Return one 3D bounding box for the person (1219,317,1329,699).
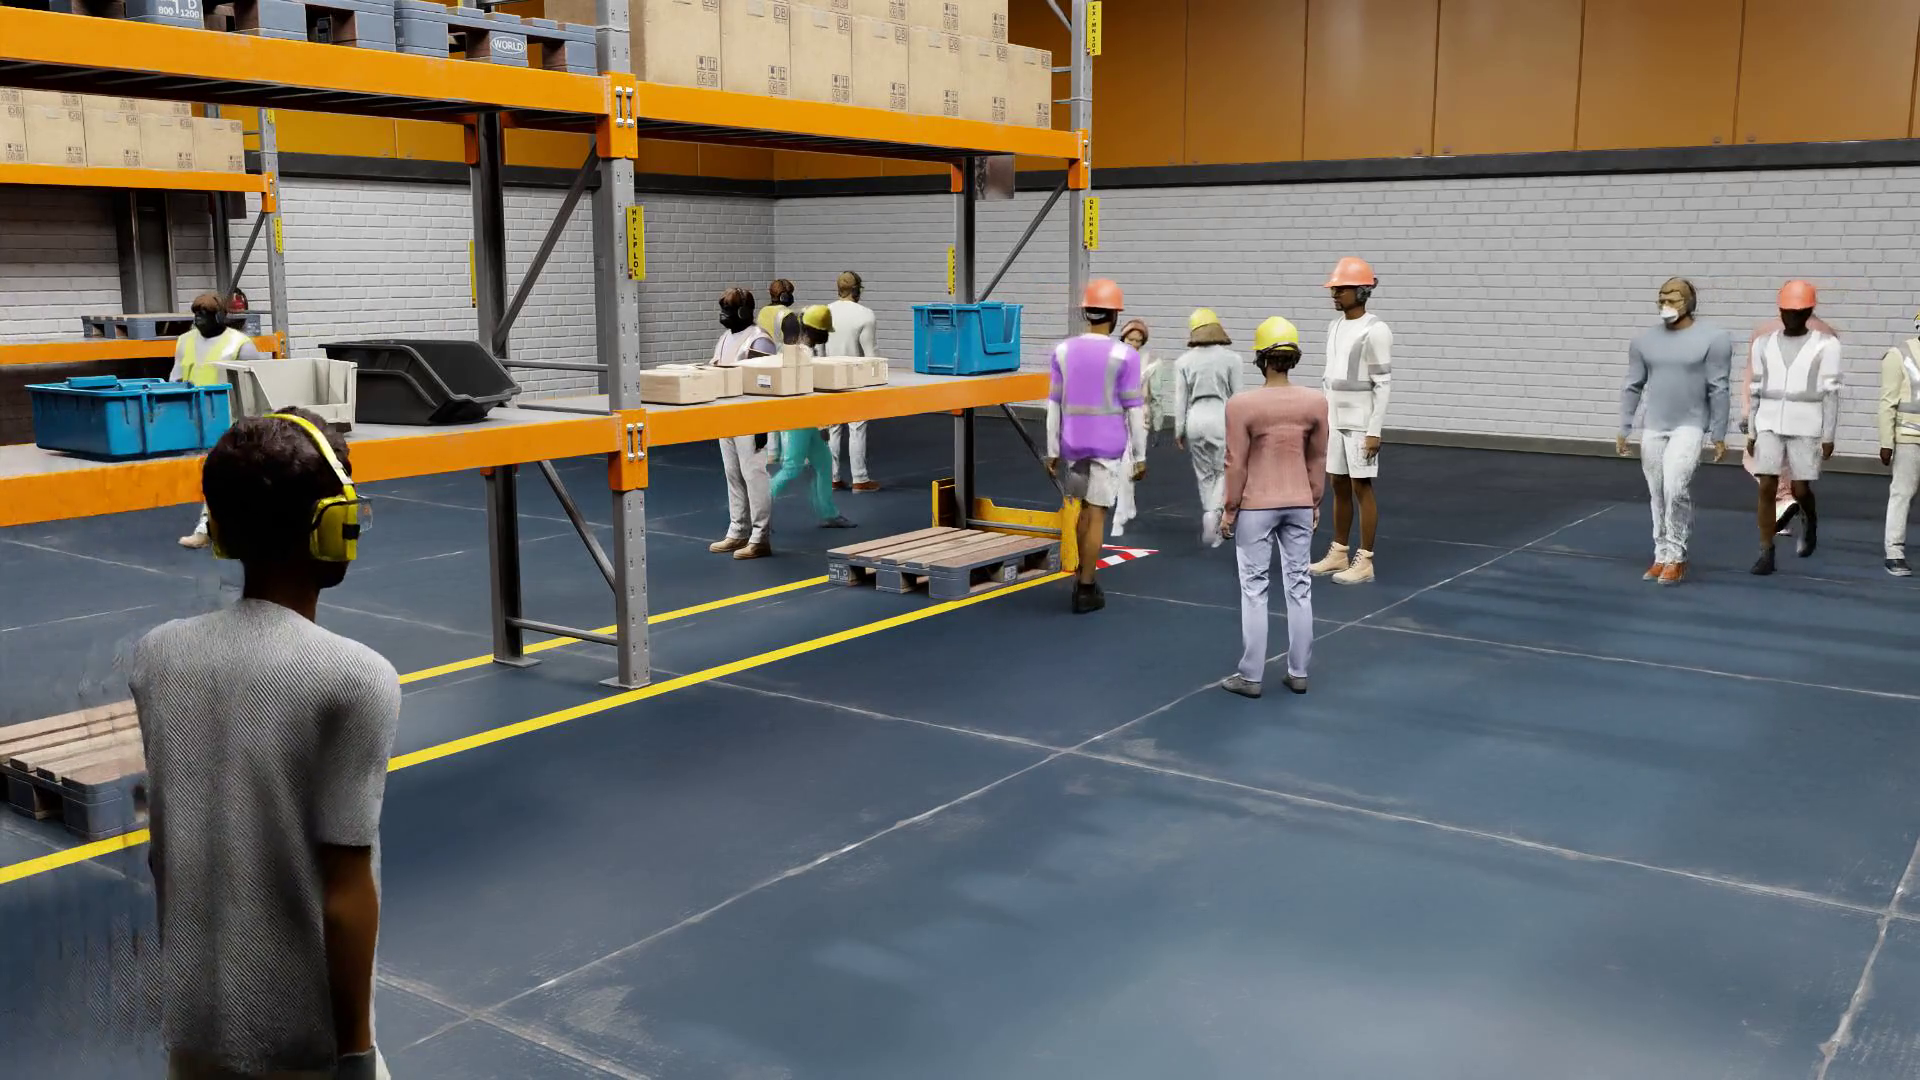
[{"bbox_3d":[1.448,-0.144,7.718,0.525,1.769,0.310,-3,10,-17],"label":"person"}]

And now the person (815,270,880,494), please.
[{"bbox_3d":[-0.976,-1.371,14.509,0.635,1.937,0.354,6,11,30],"label":"person"}]

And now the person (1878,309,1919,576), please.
[{"bbox_3d":[6.196,-0.667,10.672,0.607,1.819,0.403,0,10,-3],"label":"person"}]

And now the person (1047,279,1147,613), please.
[{"bbox_3d":[0.824,-0.545,9.652,0.563,1.912,0.646,6,11,30],"label":"person"}]

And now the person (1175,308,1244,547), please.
[{"bbox_3d":[1.726,-0.759,11.610,0.520,1.699,0.618,4,10,22],"label":"person"}]

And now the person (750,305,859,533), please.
[{"bbox_3d":[-1.212,-0.892,12.345,0.819,1.706,0.531,0,10,-3],"label":"person"}]

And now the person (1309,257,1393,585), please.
[{"bbox_3d":[2.441,-0.741,10.445,0.389,2.045,0.606,-3,10,-19],"label":"person"}]

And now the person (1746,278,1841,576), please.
[{"bbox_3d":[5.411,-0.738,10.810,0.549,1.914,0.701,9,13,42],"label":"person"}]

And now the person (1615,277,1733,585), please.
[{"bbox_3d":[4.408,-0.666,10.367,0.604,1.916,0.657,-8,12,-40],"label":"person"}]

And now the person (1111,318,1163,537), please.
[{"bbox_3d":[1.267,-0.847,12.387,0.547,1.610,0.632,4,10,23],"label":"person"}]

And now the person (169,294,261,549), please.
[{"bbox_3d":[-5.352,-0.874,12.009,0.638,1.800,0.978,3,10,17],"label":"person"}]

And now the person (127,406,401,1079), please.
[{"bbox_3d":[-1.026,0.719,2.463,0.518,1.814,0.997,3,10,19],"label":"person"}]

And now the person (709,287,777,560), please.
[{"bbox_3d":[-1.496,-0.793,11.353,0.429,1.842,0.636,-7,12,-35],"label":"person"}]

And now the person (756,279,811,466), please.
[{"bbox_3d":[-1.751,-1.654,16.486,0.429,1.844,0.624,-8,12,-40],"label":"person"}]

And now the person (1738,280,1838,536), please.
[{"bbox_3d":[6.027,-0.943,12.097,0.665,1.888,0.528,-1,10,-5],"label":"person"}]
